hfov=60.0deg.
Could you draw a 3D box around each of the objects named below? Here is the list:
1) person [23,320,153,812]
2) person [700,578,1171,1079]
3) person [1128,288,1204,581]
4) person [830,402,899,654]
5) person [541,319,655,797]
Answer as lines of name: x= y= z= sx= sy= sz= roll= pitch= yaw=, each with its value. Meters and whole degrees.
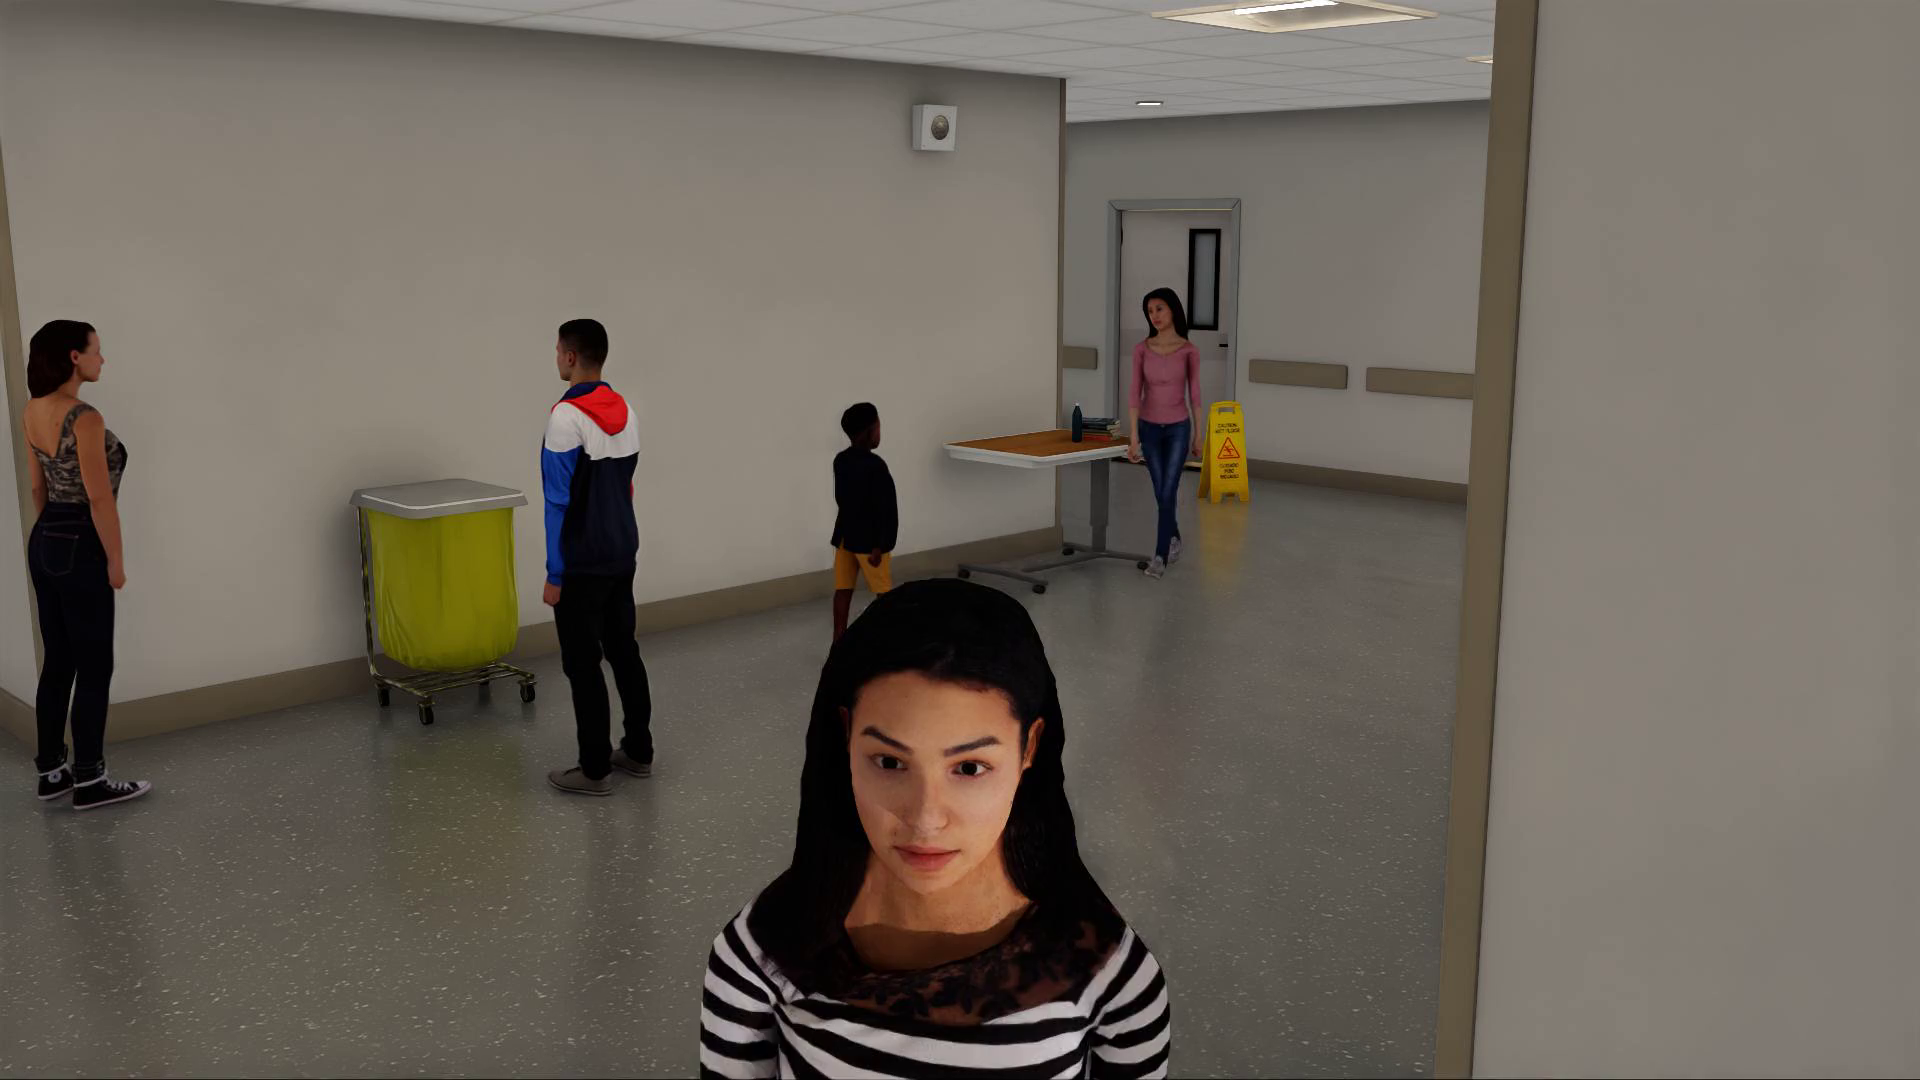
person: x=-3.232 y=0.086 z=6.047 sx=0.576 sy=1.762 sz=0.712 roll=7 pitch=13 yaw=32
person: x=-0.005 y=0.898 z=1.682 sx=0.750 sy=1.777 sz=0.815 roll=3 pitch=11 yaw=14
person: x=1.232 y=-0.620 z=9.972 sx=1.199 sy=1.684 sz=1.016 roll=3 pitch=11 yaw=16
person: x=-0.517 y=-0.016 z=7.960 sx=0.742 sy=1.249 sz=0.653 roll=8 pitch=13 yaw=36
person: x=-1.357 y=0.060 z=6.199 sx=0.663 sy=1.757 sz=0.700 roll=5 pitch=12 yaw=23
